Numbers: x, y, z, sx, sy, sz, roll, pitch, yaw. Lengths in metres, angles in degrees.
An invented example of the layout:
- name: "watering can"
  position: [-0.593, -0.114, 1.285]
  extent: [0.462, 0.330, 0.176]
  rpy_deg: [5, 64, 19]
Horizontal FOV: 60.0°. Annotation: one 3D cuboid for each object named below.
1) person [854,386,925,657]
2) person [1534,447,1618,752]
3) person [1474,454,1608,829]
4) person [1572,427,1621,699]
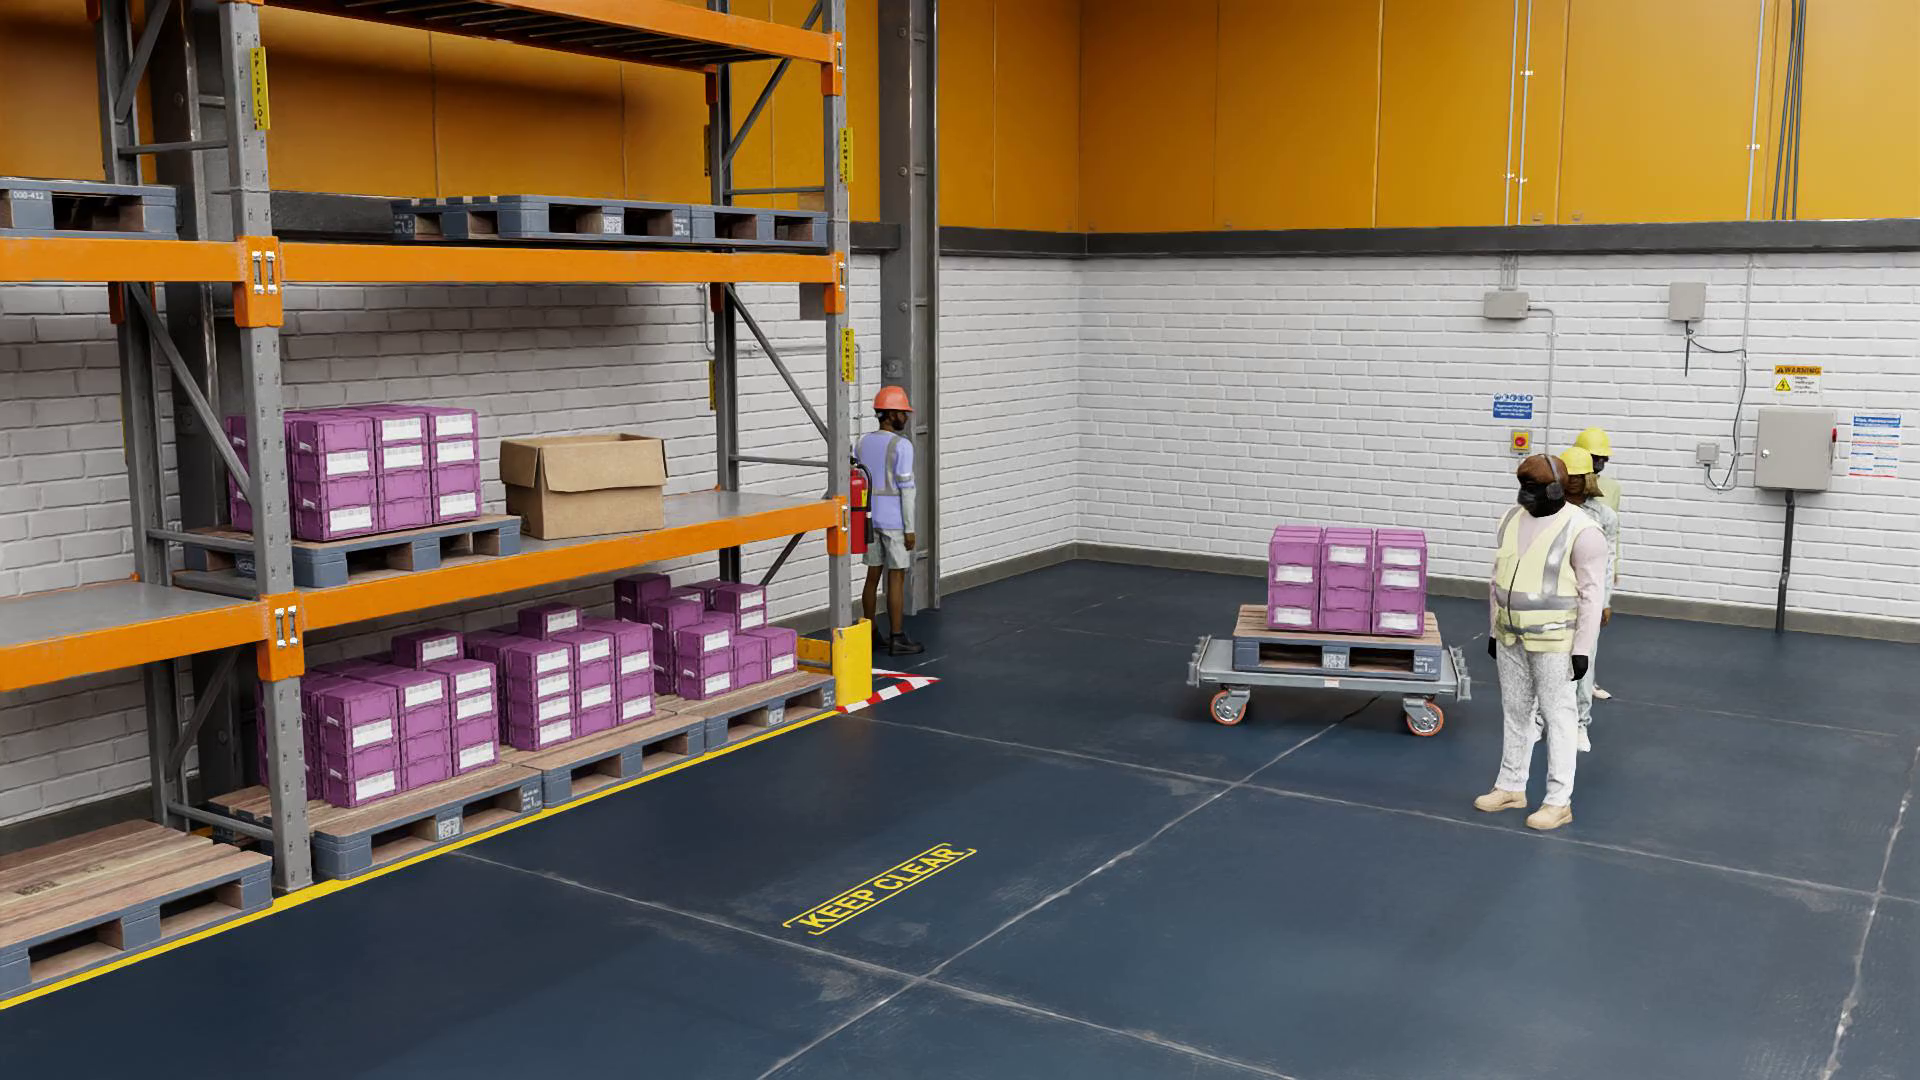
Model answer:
- name: "person"
  position: [-0.512, -0.136, 11.949]
  extent: [0.547, 1.934, 0.376]
  rpy_deg: [8, 12, 42]
- name: "person"
  position: [3.466, 0.337, 9.486]
  extent: [0.483, 1.745, 0.301]
  rpy_deg: [4, 10, 23]
- name: "person"
  position: [2.838, 0.490, 8.185]
  extent: [0.429, 1.839, 0.633]
  rpy_deg: [-5, 10, -28]
- name: "person"
  position: [3.974, 0.157, 10.601]
  extent: [0.527, 1.765, 0.328]
  rpy_deg: [-3, 9, -16]
